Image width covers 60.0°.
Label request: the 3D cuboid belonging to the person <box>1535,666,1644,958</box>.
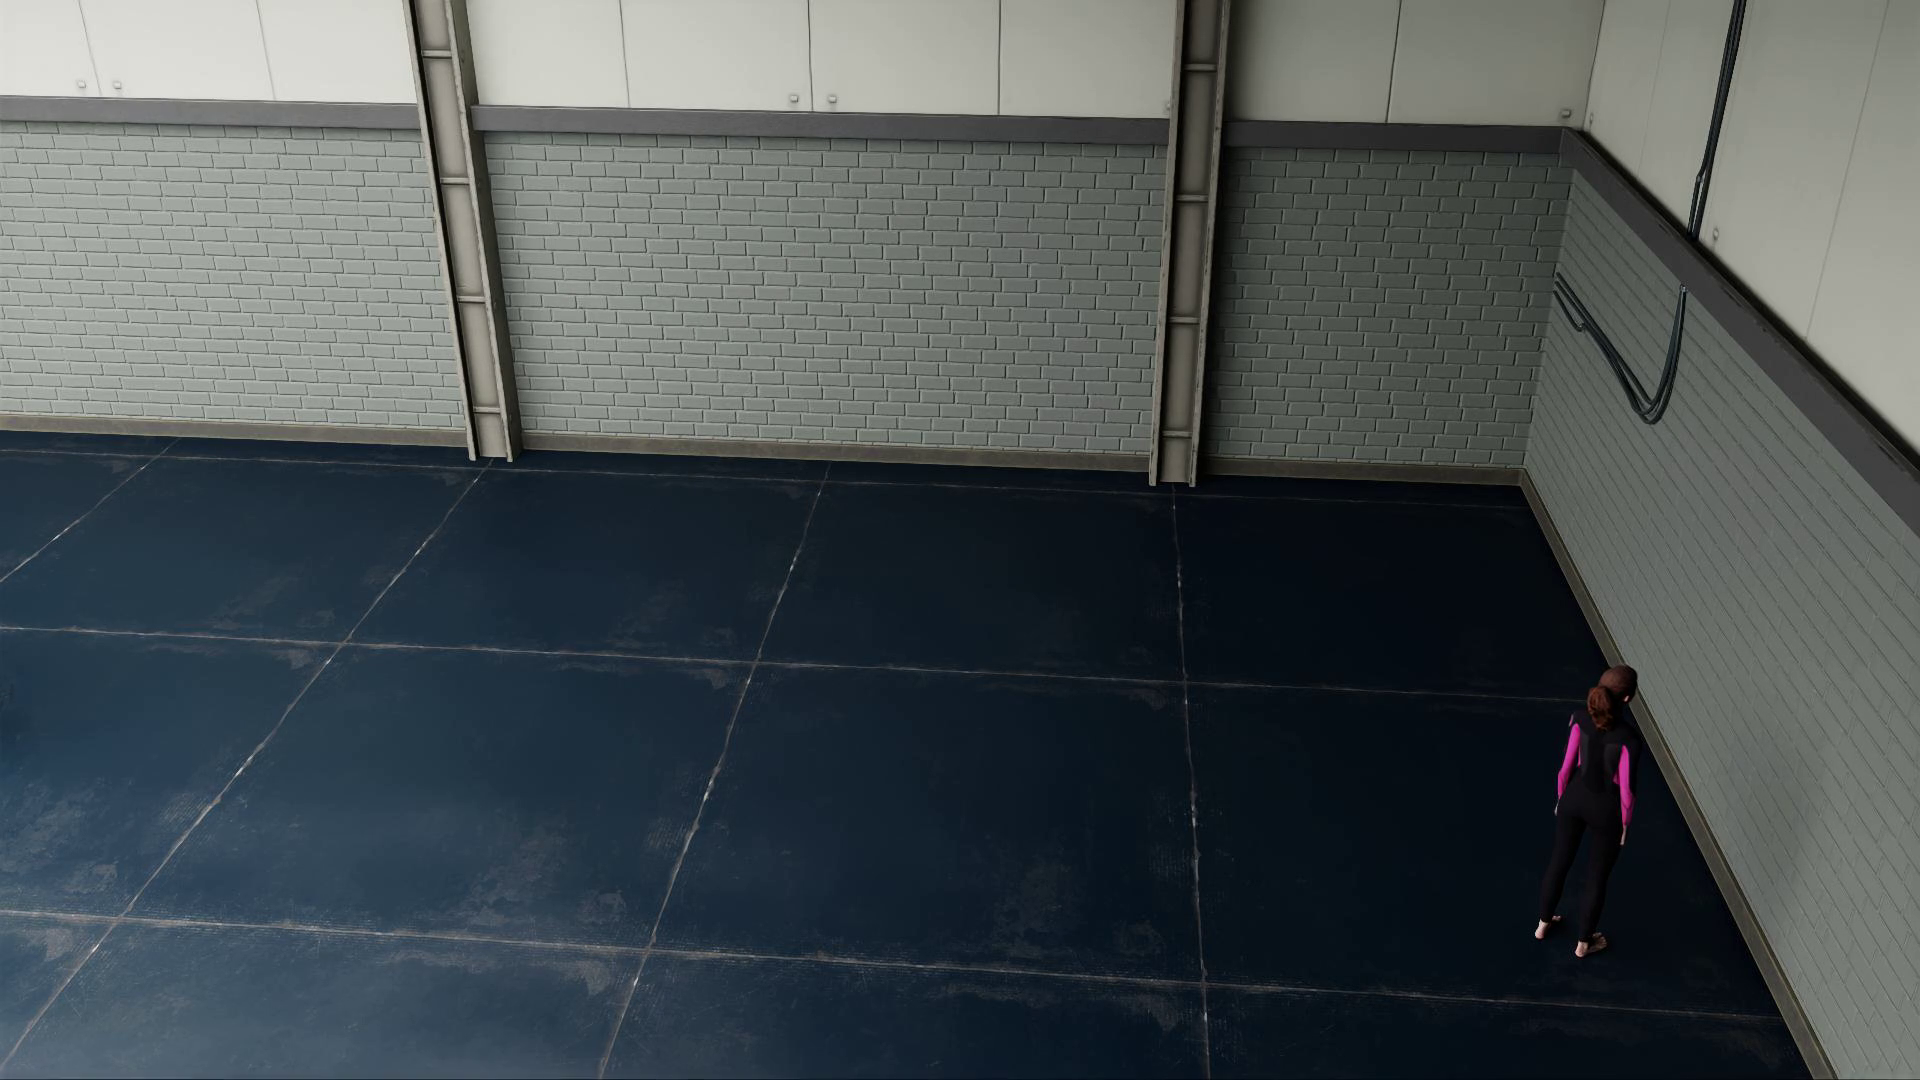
[{"bbox_3d":[3.308,1.410,8.706,0.725,1.752,0.659,-24,36,-39],"label":"person"}]
